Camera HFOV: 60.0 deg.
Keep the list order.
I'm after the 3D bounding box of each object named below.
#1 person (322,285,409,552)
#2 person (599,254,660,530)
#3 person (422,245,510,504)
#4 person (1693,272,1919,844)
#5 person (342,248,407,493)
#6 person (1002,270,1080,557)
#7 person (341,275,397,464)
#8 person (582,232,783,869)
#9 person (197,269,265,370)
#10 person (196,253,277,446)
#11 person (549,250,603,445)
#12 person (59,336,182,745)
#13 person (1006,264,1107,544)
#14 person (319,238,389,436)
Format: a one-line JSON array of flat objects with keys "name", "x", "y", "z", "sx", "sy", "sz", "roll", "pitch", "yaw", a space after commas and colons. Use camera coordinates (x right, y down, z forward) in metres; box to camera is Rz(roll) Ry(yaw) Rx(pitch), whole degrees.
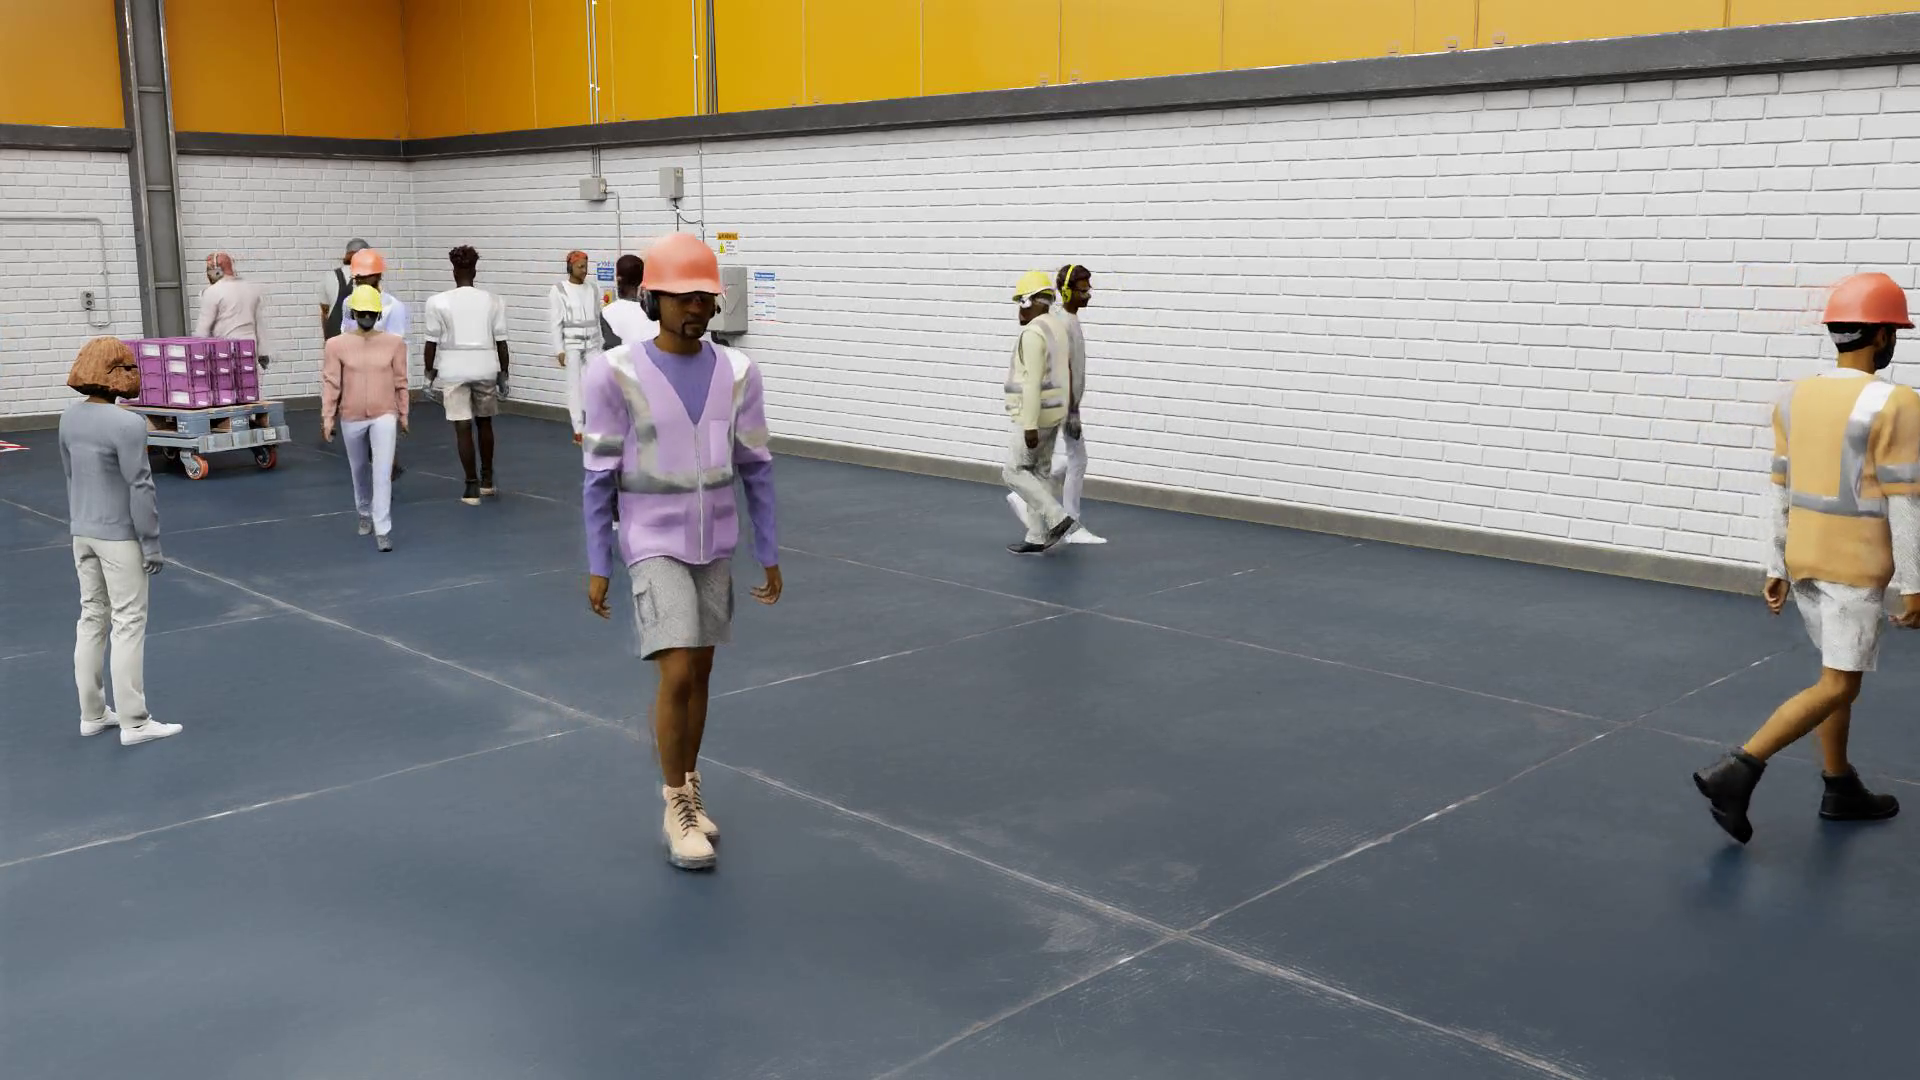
[{"name": "person", "x": -3.903, "y": -0.822, "z": 10.947, "sx": 0.545, "sy": 1.713, "sz": 0.950, "roll": -4, "pitch": 11, "yaw": -20}, {"name": "person", "x": -2.213, "y": -0.984, "z": 11.322, "sx": 0.605, "sy": 1.883, "sz": 0.863, "roll": -8, "pitch": 13, "yaw": -38}, {"name": "person", "x": -3.795, "y": -1.267, "z": 12.723, "sx": 0.630, "sy": 1.938, "sz": 0.780, "roll": -6, "pitch": 12, "yaw": -29}, {"name": "person", "x": 2.861, "y": 0.072, "z": 5.532, "sx": 0.859, "sy": 1.910, "sz": 0.554, "roll": -2, "pitch": 11, "yaw": -13}, {"name": "person", "x": -4.402, "y": -1.226, "z": 12.536, "sx": 0.580, "sy": 1.924, "sz": 0.454, "roll": 4, "pitch": 11, "yaw": 19}, {"name": "person", "x": 0.499, "y": -0.780, "z": 10.426, "sx": 0.448, "sy": 1.802, "sz": 0.597, "roll": 4, "pitch": 11, "yaw": 21}, {"name": "person", "x": -5.262, "y": -1.570, "z": 14.707, "sx": 0.610, "sy": 1.815, "sz": 0.620, "roll": 6, "pitch": 12, "yaw": 30}, {"name": "person", "x": -0.835, "y": 0.043, "z": 5.341, "sx": 0.636, "sy": 2.024, "sz": 0.686, "roll": -8, "pitch": 13, "yaw": -36}, {"name": "person", "x": -7.180, "y": -1.890, "z": 16.520, "sx": 0.610, "sy": 1.821, "sz": 0.920, "roll": 5, "pitch": 11, "yaw": 25}, {"name": "person", "x": -6.965, "y": -1.800, "z": 15.885, "sx": 0.979, "sy": 1.850, "sz": 0.644, "roll": 2, "pitch": 11, "yaw": 13}, {"name": "person", "x": -3.682, "y": -1.861, "z": 16.134, "sx": 0.589, "sy": 1.883, "sz": 0.424, "roll": -10, "pitch": 14, "yaw": -42}, {"name": "person", "x": -3.394, "y": 0.002, "z": 6.677, "sx": 0.498, "sy": 1.626, "sz": 0.289, "roll": 6, "pitch": 12, "yaw": 29}, {"name": "person", "x": 0.649, "y": -0.873, "z": 10.861, "sx": 0.579, "sy": 1.844, "sz": 0.524, "roll": 1, "pitch": 10, "yaw": 7}, {"name": "person", "x": -6.013, "y": -2.020, "z": 16.557, "sx": 0.776, "sy": 2.000, "sz": 0.743, "roll": 2, "pitch": 11, "yaw": 10}]
